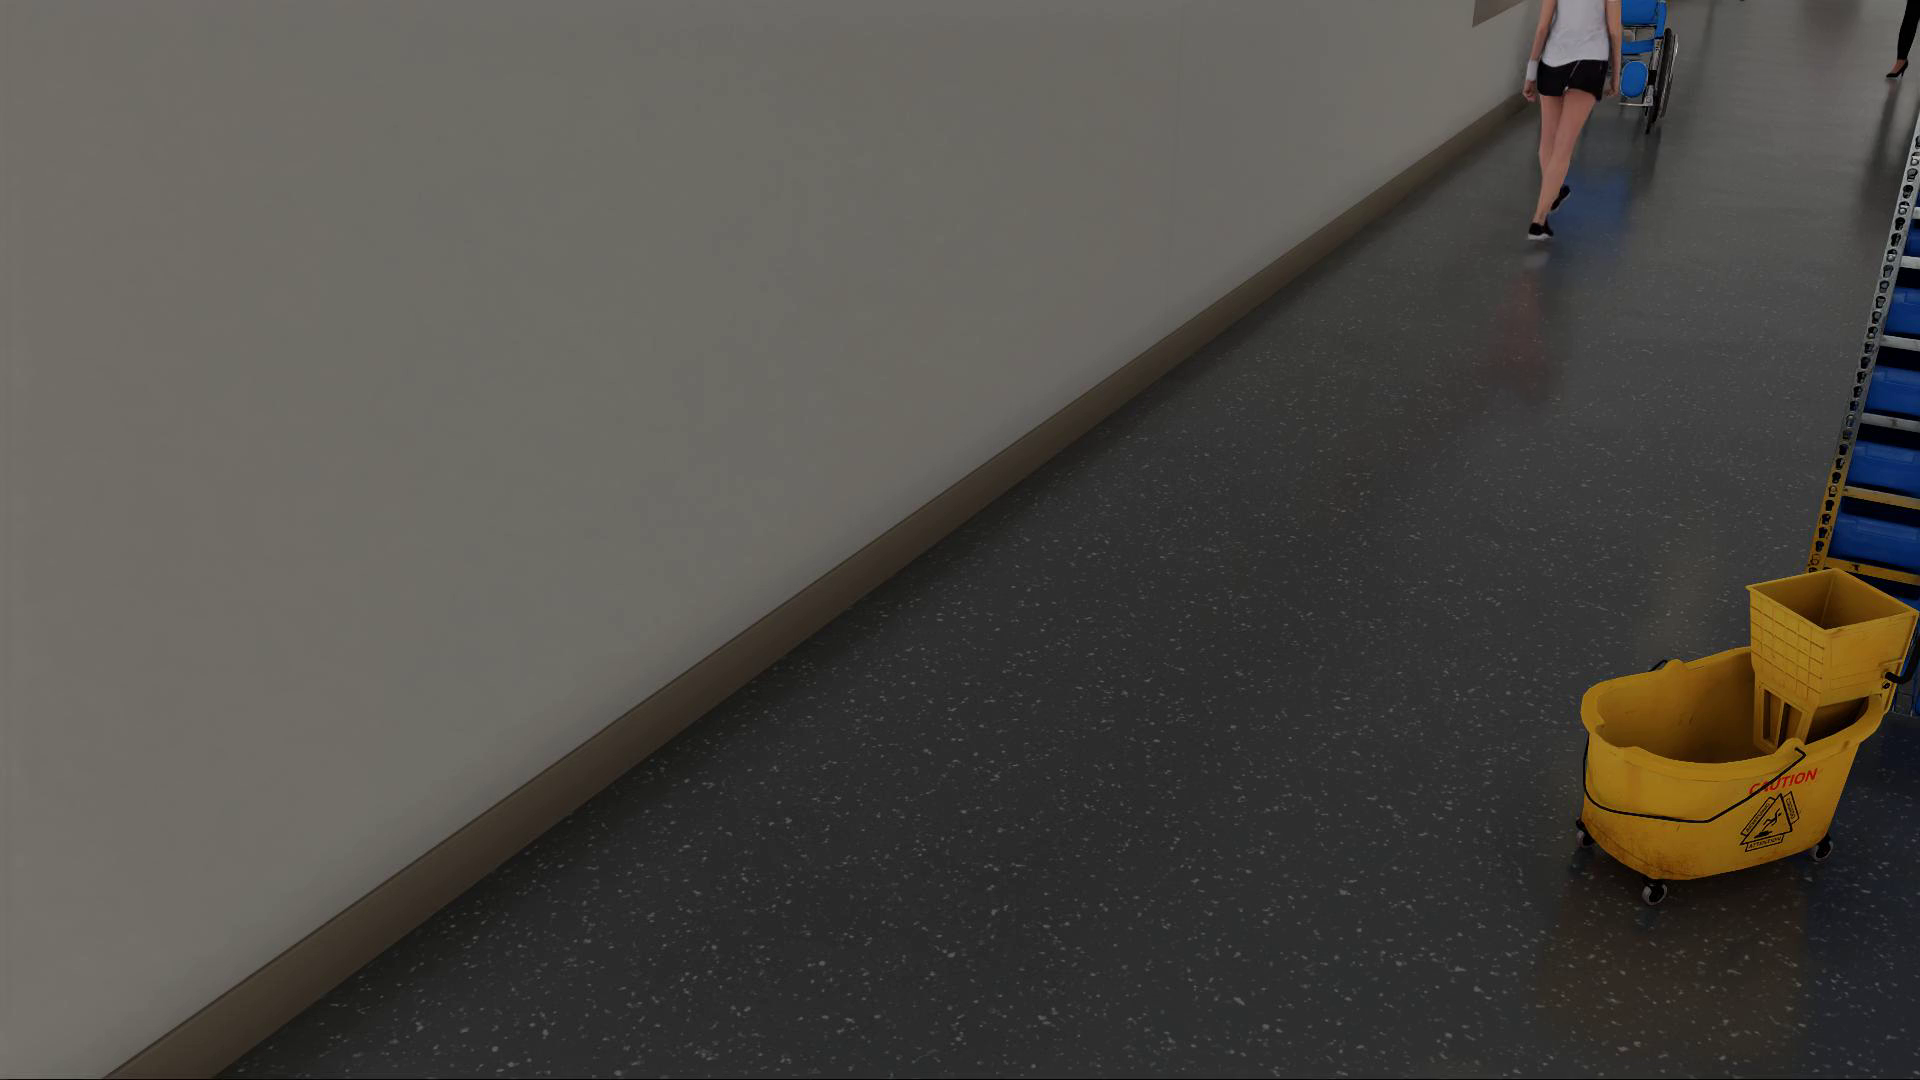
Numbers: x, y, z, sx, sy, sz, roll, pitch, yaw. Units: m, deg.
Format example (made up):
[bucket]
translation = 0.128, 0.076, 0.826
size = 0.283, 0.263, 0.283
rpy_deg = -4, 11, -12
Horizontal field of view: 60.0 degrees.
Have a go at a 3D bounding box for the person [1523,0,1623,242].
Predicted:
[person]
translation = 3.159, -2.392, 8.664
size = 1.078, 1.701, 0.689
rpy_deg = 16, 30, 30
